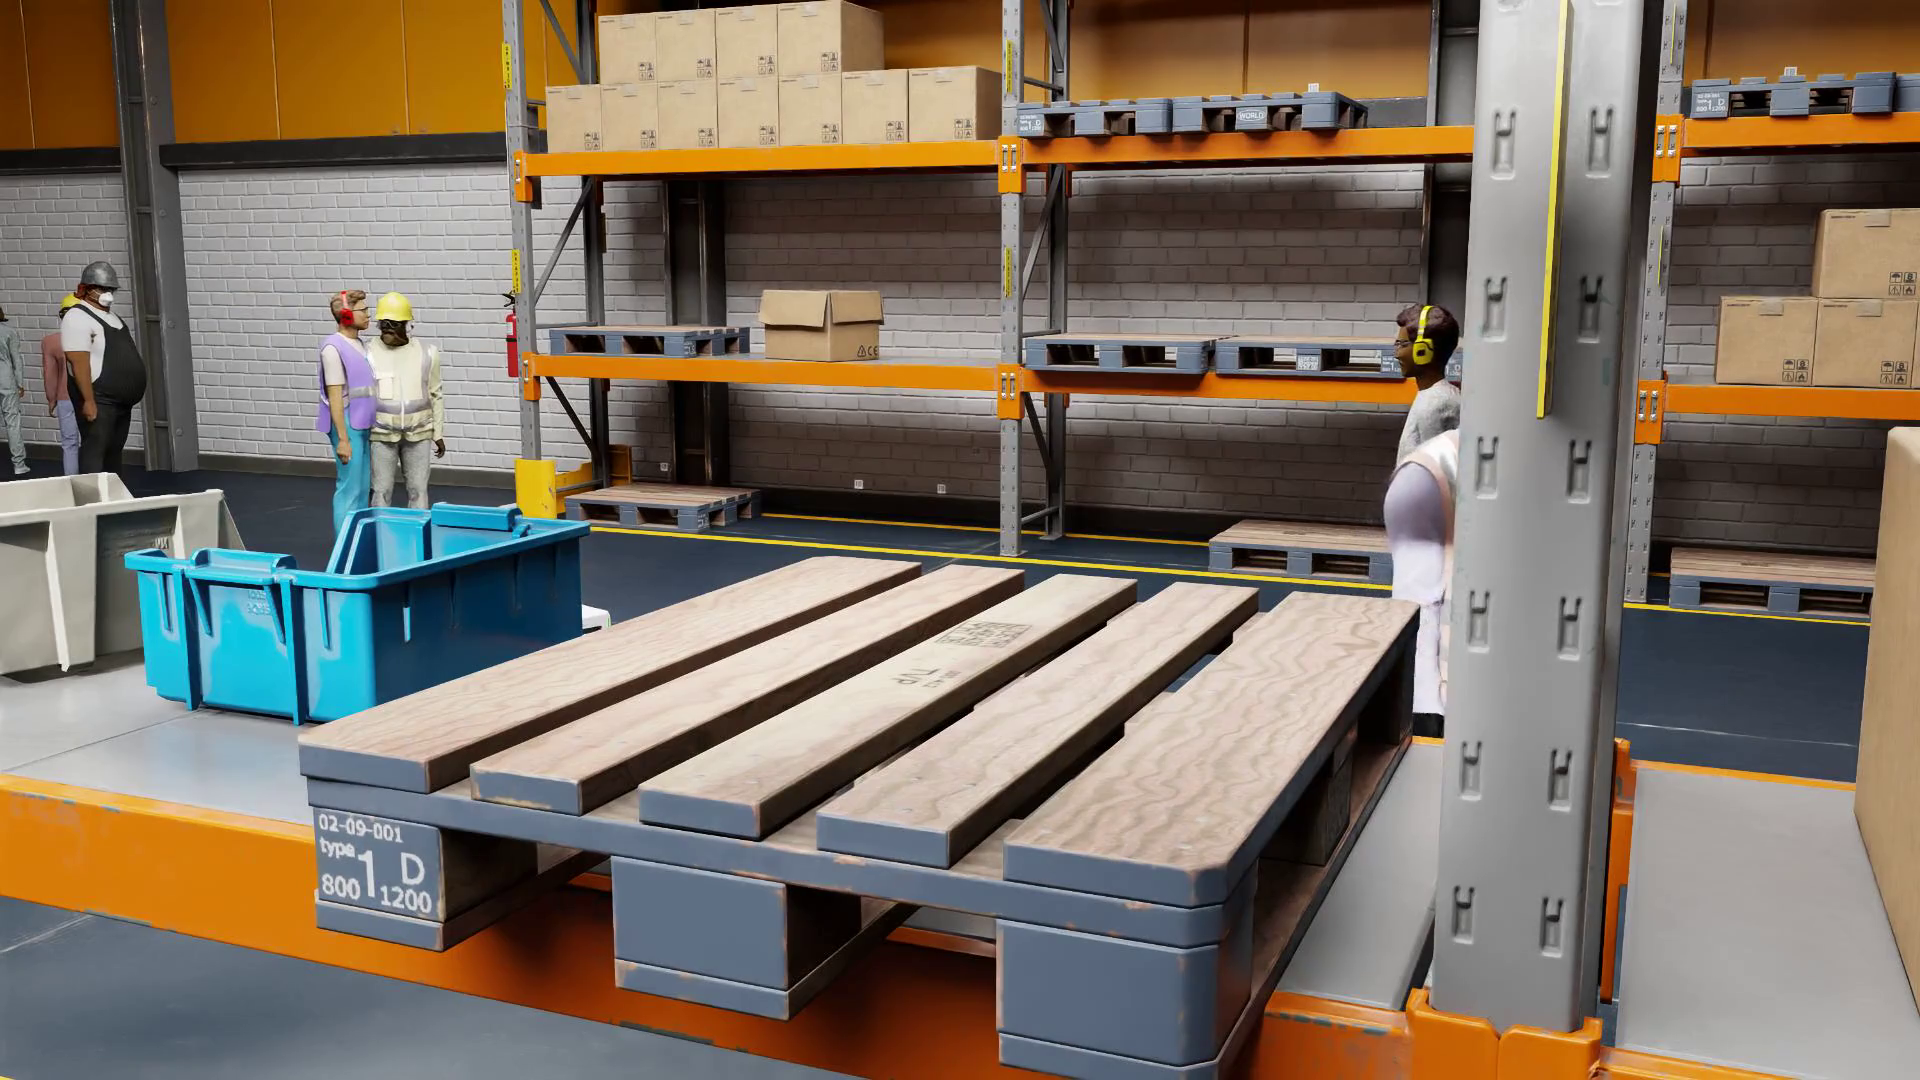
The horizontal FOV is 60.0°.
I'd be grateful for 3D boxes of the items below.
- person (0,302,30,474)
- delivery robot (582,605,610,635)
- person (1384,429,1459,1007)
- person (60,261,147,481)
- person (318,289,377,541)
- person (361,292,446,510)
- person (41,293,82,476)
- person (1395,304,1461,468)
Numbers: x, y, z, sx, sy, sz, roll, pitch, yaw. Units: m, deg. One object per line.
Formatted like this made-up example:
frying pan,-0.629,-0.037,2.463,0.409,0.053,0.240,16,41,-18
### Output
person,-9.202,-1.489,15.880,0.491,1.744,0.295,-4,10,-23
delivery robot,-1.960,0.405,7.811,0.707,0.478,0.477,9,13,43
person,1.411,0.385,4.370,0.633,1.841,0.429,-3,10,-19
person,-6.530,-1.118,12.771,0.536,2.000,0.678,0,9,-3
person,-3.926,-0.683,10.734,0.382,1.849,0.571,0,9,-2
person,-3.676,-0.703,10.919,0.591,1.828,0.404,-5,11,-26
person,-7.296,-1.156,13.817,0.533,1.768,0.310,-4,10,-20
person,1.764,0.039,6.359,0.313,1.866,0.538,4,10,23
